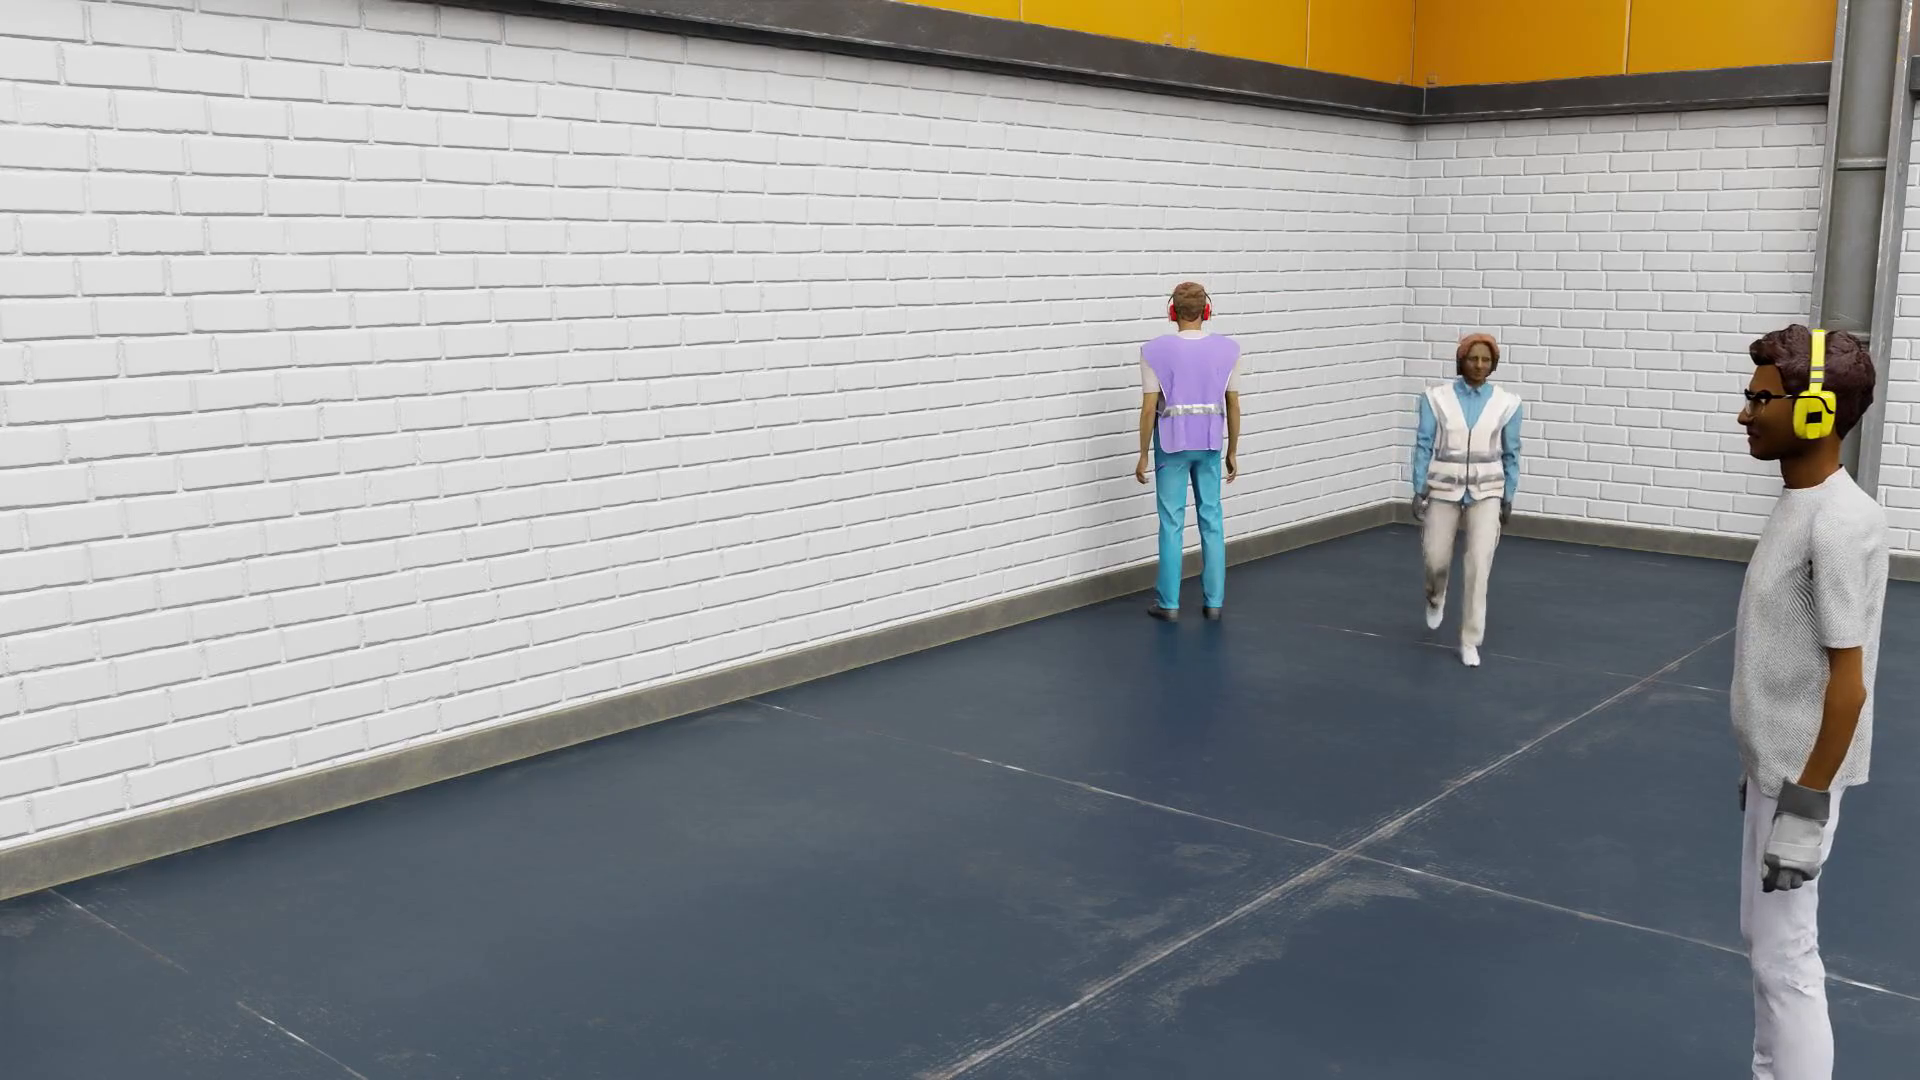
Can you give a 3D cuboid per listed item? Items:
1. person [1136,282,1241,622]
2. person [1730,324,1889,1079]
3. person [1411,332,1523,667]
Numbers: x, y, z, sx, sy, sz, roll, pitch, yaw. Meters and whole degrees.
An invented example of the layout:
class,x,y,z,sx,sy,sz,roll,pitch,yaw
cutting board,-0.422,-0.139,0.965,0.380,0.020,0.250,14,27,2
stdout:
class,x,y,z,sx,sy,sz,roll,pitch,yaw
person,1.242,-0.468,9.009,0.569,1.840,0.374,-2,10,-10
person,1.701,0.494,3.456,0.315,1.870,0.533,3,11,18
person,2.502,-0.226,8.255,0.521,1.618,0.647,2,10,14
